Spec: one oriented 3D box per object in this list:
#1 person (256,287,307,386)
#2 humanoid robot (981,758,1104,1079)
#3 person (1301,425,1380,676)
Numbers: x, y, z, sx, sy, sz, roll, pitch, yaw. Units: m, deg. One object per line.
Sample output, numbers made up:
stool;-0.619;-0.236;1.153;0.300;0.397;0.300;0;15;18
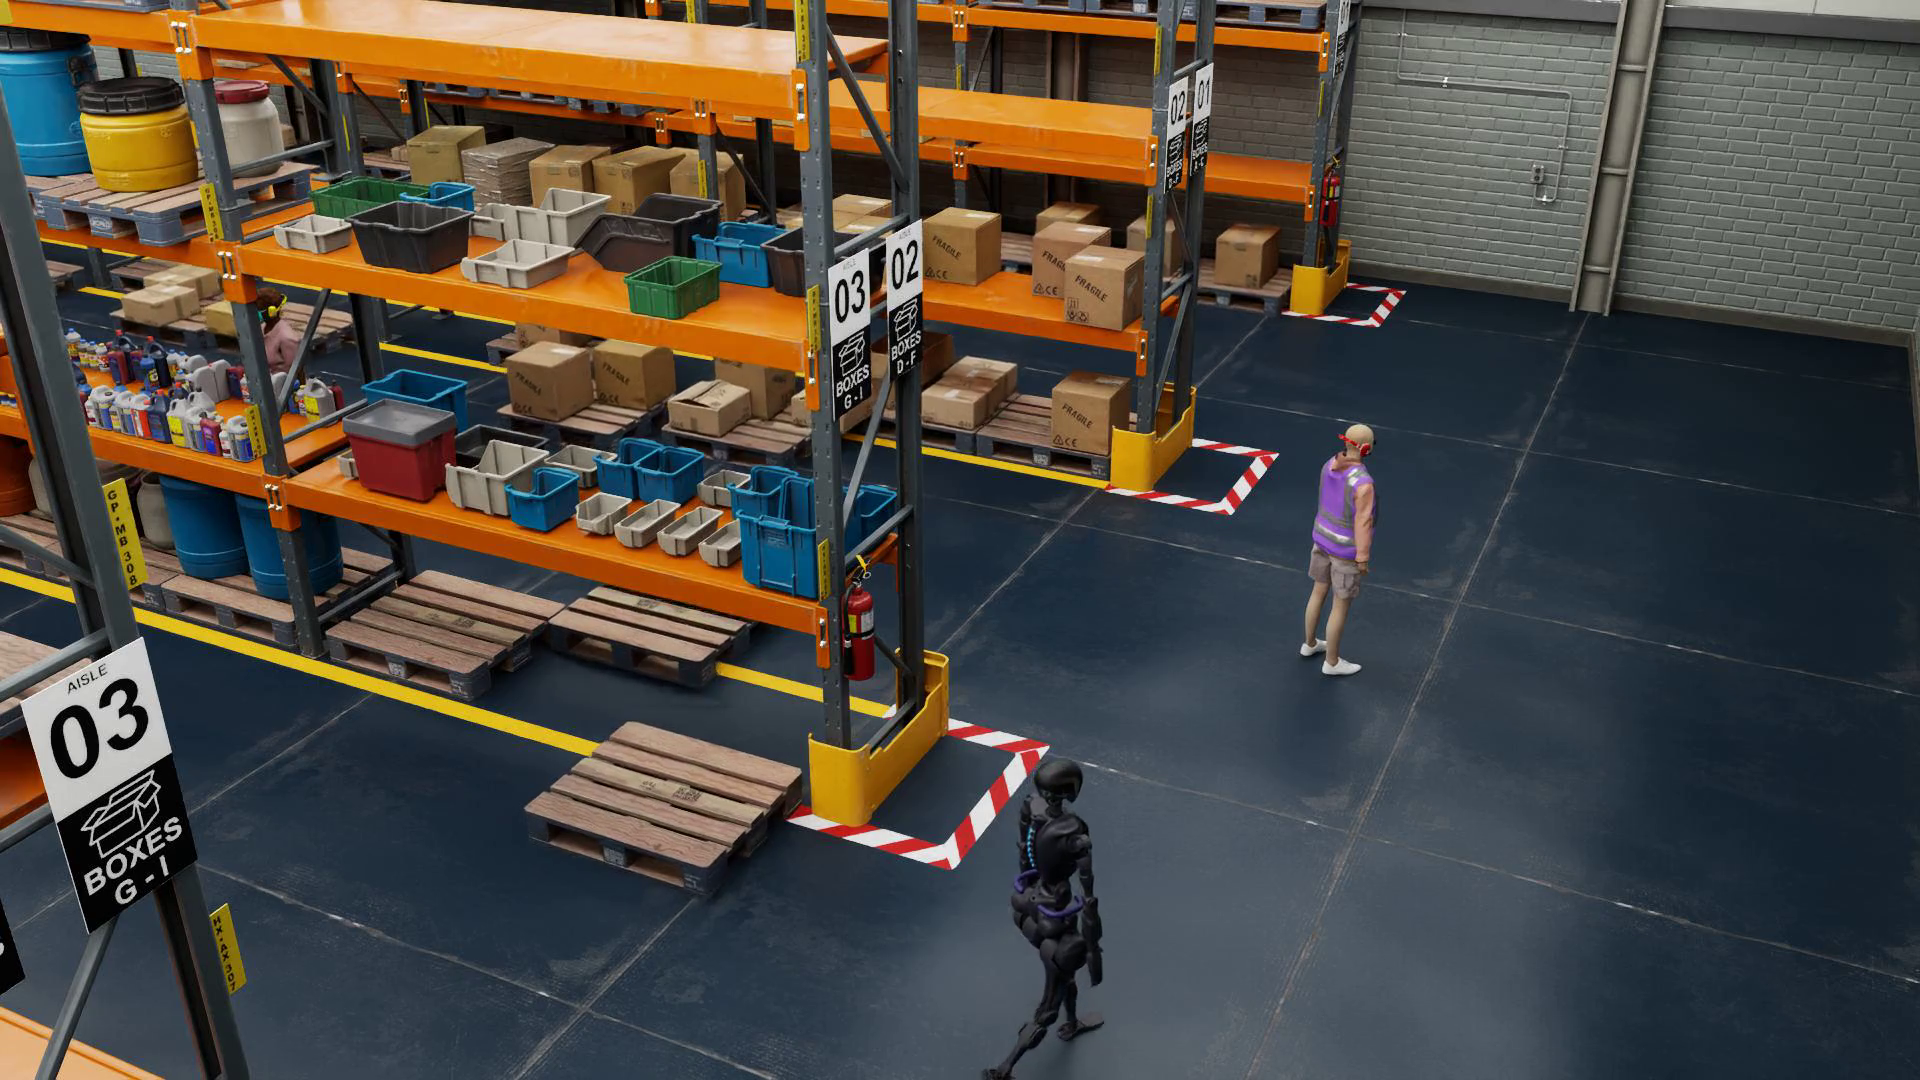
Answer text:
person;-5.156;-1.063;12.729;0.535;1.800;0.328;21;33;36
humanoid robot;0.383;1.680;7.368;0.767;1.639;0.590;-16;31;-29
person;2.427;0.058;10.587;0.349;1.688;0.489;-11;28;-21
